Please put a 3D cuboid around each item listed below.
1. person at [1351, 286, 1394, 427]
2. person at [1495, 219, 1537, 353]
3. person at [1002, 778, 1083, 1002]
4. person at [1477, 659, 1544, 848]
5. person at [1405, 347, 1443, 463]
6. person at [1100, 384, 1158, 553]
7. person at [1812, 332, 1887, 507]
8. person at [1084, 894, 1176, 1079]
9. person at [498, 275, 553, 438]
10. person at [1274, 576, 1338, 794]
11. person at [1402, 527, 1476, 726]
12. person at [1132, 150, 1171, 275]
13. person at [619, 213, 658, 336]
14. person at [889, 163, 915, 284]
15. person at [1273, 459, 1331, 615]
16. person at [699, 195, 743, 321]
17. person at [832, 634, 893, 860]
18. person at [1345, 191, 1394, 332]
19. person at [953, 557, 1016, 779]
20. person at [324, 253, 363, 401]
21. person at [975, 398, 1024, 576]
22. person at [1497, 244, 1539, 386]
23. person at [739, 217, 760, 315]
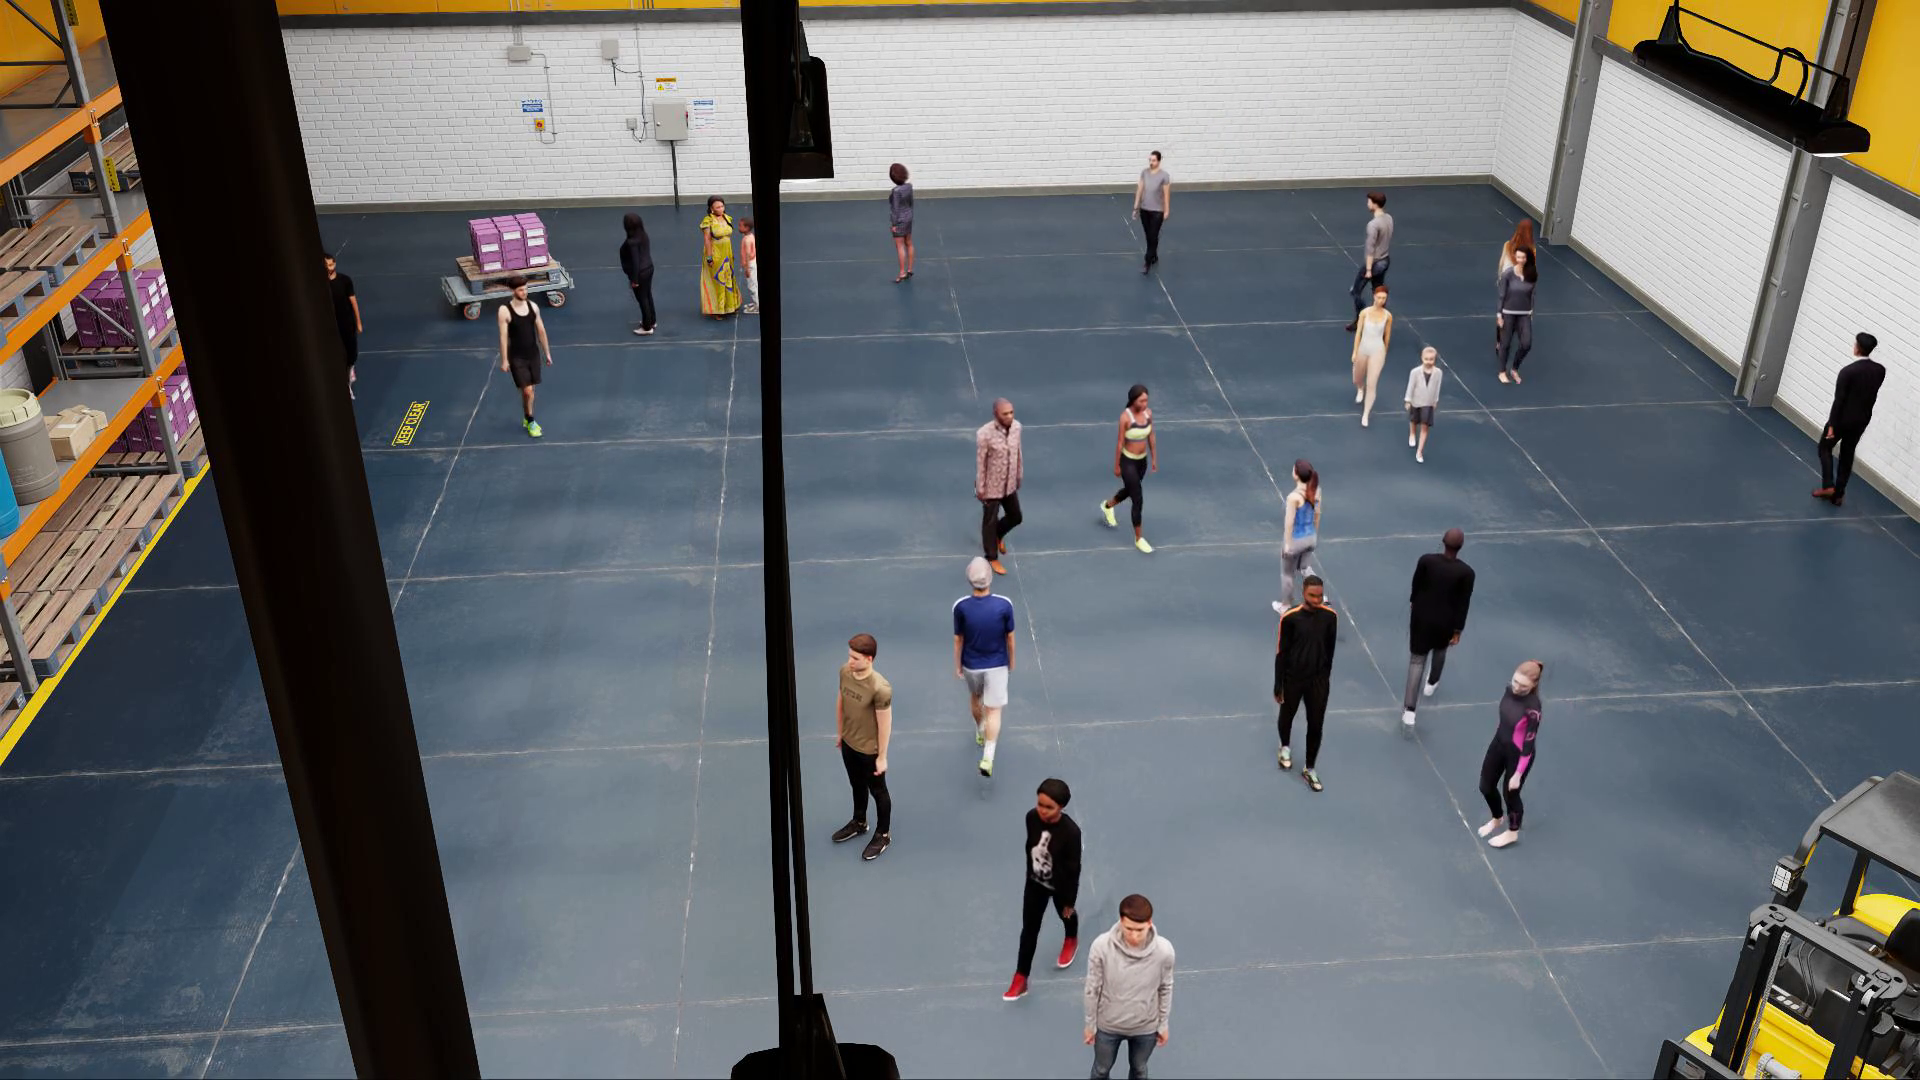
[{"bbox_3d":[4.729,-2.176,19.211,0.789,1.616,1.052,7,29,13],"label":"person"},{"bbox_3d":[6.952,-3.169,20.967,0.887,1.677,1.175,10,30,18],"label":"person"},{"bbox_3d":[0.657,2.247,11.087,0.994,1.630,1.153,16,32,26],"label":"person"},{"bbox_3d":[4.091,1.572,12.241,0.727,1.710,0.644,-4,29,-7],"label":"person"},{"bbox_3d":[5.126,-1.550,18.450,0.694,1.246,0.951,6,29,11],"label":"person"},{"bbox_3d":[1.674,-0.774,16.536,0.935,1.716,1.187,-19,34,-31],"label":"person"},{"bbox_3d":[9.232,-1.196,17.158,0.722,1.862,0.628,-3,29,-5],"label":"person"},{"bbox_3d":[0.993,2.810,9.822,0.693,1.852,0.617,1,29,2],"label":"person"},{"bbox_3d":[-4.984,-2.107,18.813,0.878,1.876,0.930,-25,38,-38],"label":"person"},{"bbox_3d":[2.685,1.034,13.149,0.661,1.785,0.887,0,29,0],"label":"person"},{"bbox_3d":[3.896,0.739,13.758,1.007,1.720,1.274,10,30,18],"label":"person"},{"bbox_3d":[2.790,-4.718,23.758,1.007,1.724,1.099,20,35,32],"label":"person"},{"bbox_3d":[-4.141,-3.464,21.573,0.767,1.614,0.631,4,29,6],"label":"person"},{"bbox_3d":[-0.802,-4.441,23.278,0.757,1.697,0.679,18,33,29],"label":"person"},{"bbox_3d":[3.150,0.032,15.180,0.788,1.599,0.930,-19,34,-30],"label":"person"},{"bbox_3d":[-3.207,-3.779,22.102,1.061,1.661,0.981,18,34,30],"label":"person"},{"bbox_3d":[-0.697,1.487,12.250,0.721,1.851,0.796,25,37,37],"label":"person"},{"bbox_3d":[5.419,-3.521,21.400,0.869,1.881,0.912,-23,36,-36],"label":"person"},{"bbox_3d":[0.204,1.027,13.142,0.783,1.805,1.182,3,29,5],"label":"person"},{"bbox_3d":[-7.412,-2.588,19.843,0.886,1.733,1.165,-13,31,-22],"label":"person"},{"bbox_3d":[0.322,-0.573,16.085,0.866,1.795,0.926,-17,33,-28],"label":"person"},{"bbox_3d":[6.681,-2.758,20.131,0.629,1.755,0.606,-2,29,-3],"label":"person"},{"bbox_3d":[-2.799,-3.691,22.310,0.539,1.308,0.411,0,29,-1],"label":"person"}]
